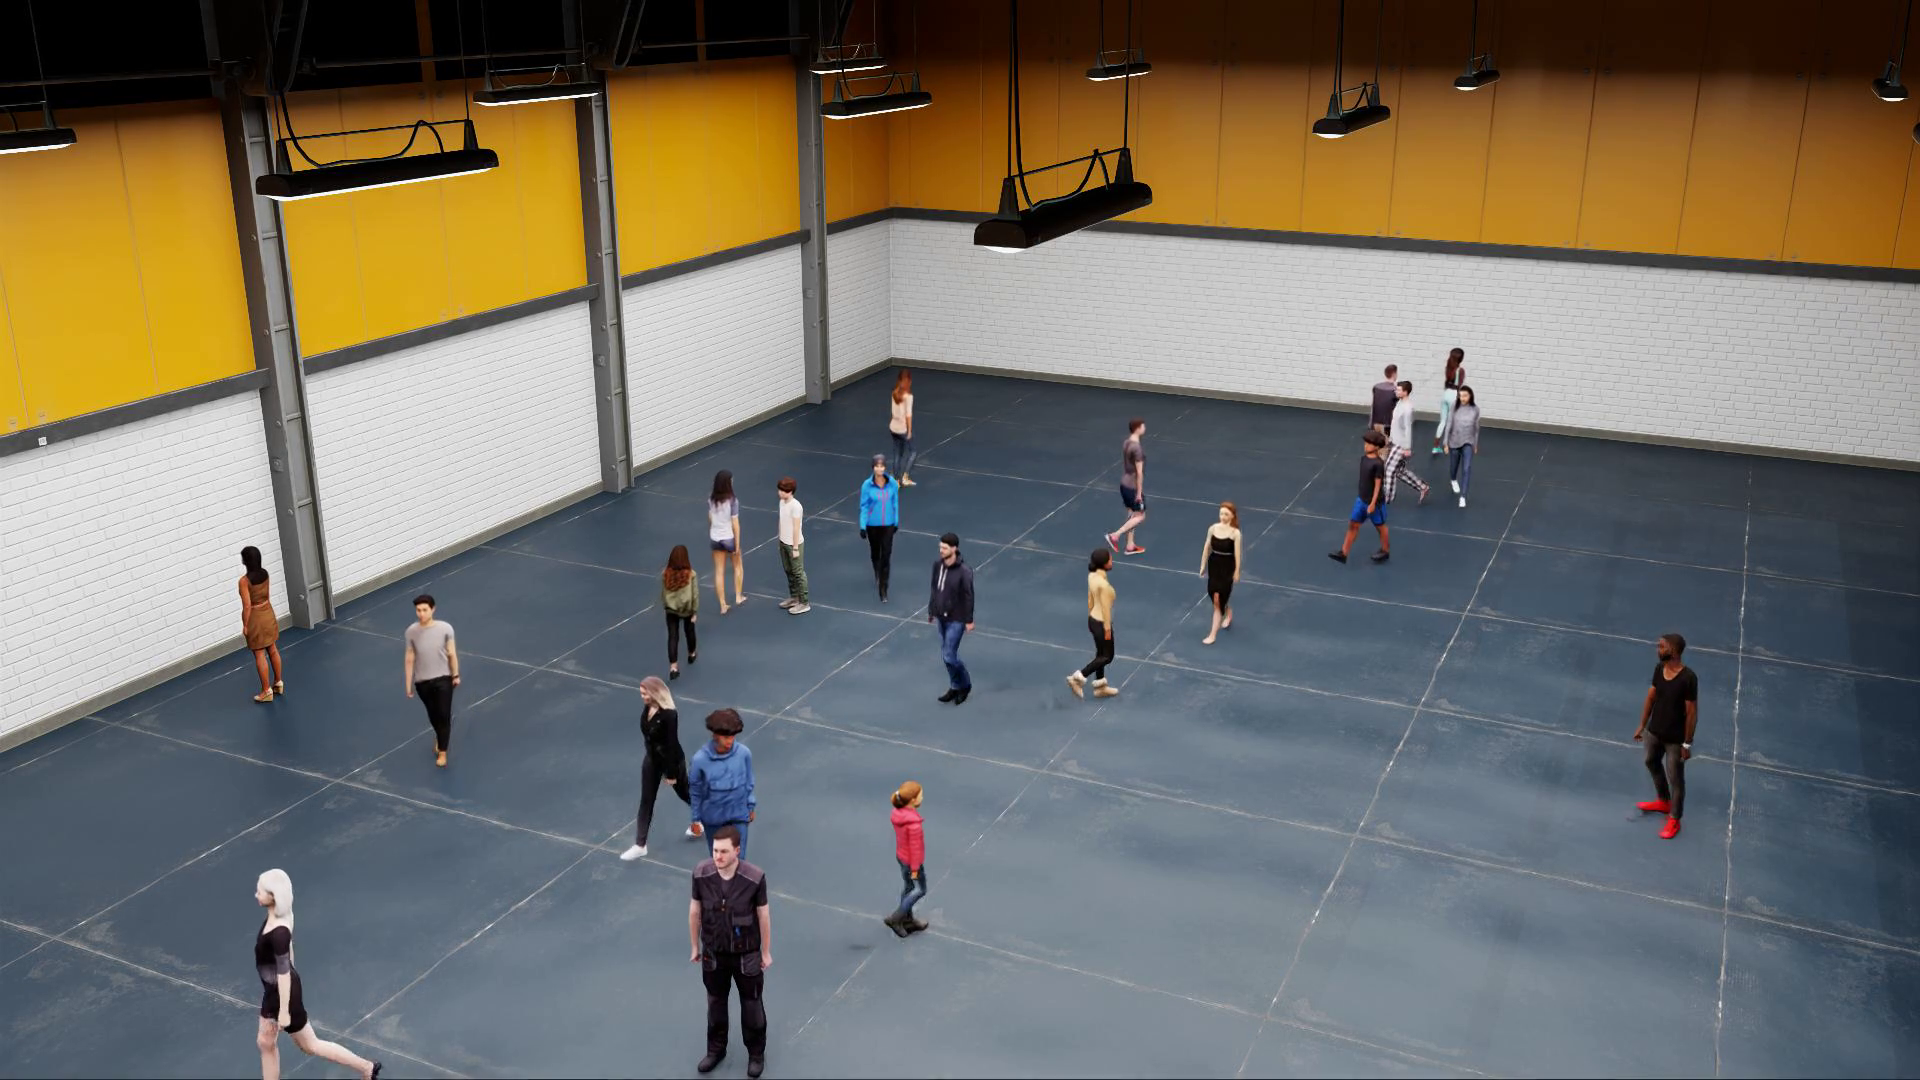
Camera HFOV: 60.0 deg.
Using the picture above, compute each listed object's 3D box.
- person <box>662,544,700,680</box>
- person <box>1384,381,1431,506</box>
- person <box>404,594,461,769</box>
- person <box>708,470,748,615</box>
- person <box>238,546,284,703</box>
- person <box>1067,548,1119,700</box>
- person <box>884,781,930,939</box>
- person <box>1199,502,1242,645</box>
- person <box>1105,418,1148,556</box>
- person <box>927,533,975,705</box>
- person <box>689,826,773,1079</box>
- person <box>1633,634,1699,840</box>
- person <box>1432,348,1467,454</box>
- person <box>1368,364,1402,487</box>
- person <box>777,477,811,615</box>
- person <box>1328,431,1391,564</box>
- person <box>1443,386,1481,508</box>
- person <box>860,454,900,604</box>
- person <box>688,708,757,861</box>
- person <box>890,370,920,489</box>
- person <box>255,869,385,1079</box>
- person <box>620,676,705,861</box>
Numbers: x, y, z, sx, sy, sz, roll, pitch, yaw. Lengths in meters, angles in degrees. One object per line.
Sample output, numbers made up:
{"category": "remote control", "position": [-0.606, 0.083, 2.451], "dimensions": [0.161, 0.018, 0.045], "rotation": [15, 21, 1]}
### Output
{"category": "person", "position": [-3.027, 0.797, 17.837], "dimensions": [0.851, 1.436, 1.096], "rotation": [0, 19, 1]}
{"category": "person", "position": [6.358, -1.355, 23.625], "dimensions": [0.894, 1.821, 1.041], "rotation": [2, 19, 5]}
{"category": "person", "position": [-5.034, 1.297, 15.968], "dimensions": [0.958, 1.681, 1.160], "rotation": [-2, 19, -5]}
{"category": "person", "position": [-2.817, 0.047, 19.635], "dimensions": [0.652, 1.711, 0.800], "rotation": [5, 19, 15]}
{"category": "person", "position": [-7.272, 0.856, 17.266], "dimensions": [0.657, 1.690, 0.505], "rotation": [4, 19, 13]}
{"category": "person", "position": [1.384, 0.893, 17.223], "dimensions": [0.924, 1.646, 0.887], "rotation": [-5, 19, -14]}
{"category": "person", "position": [-0.454, 2.506, 12.968], "dimensions": [0.740, 1.306, 0.675], "rotation": [-8, 20, -22]}
{"category": "person", "position": [3.024, 0.331, 18.973], "dimensions": [0.726, 1.595, 1.121], "rotation": [14, 23, 35]}
{"category": "person", "position": [2.158, -0.673, 21.568], "dimensions": [0.972, 1.840, 0.920], "rotation": [-5, 19, -14]}
{"category": "person", "position": [-0.015, 0.783, 17.187], "dimensions": [0.789, 1.878, 0.788], "rotation": [-15, 24, -37]}
{"category": "person", "position": [-1.549, 2.779, 11.311], "dimensions": [0.780, 1.845, 0.689], "rotation": [3, 19, 9]}
{"category": "person", "position": [6.267, 1.685, 14.654], "dimensions": [0.879, 1.785, 0.808], "rotation": [-12, 22, -31]}
{"category": "person", "position": [7.703, -2.173, 26.224], "dimensions": [0.981, 1.711, 0.869], "rotation": [-10, 21, -28]}
{"category": "person", "position": [6.218, -1.685, 24.598], "dimensions": [0.842, 1.826, 0.817], "rotation": [-14, 23, -36]}
{"category": "person", "position": [-1.993, 0.046, 19.732], "dimensions": [0.666, 1.650, 0.640], "rotation": [-14, 23, -35]}
{"category": "person", "position": [5.326, -0.519, 21.265], "dimensions": [1.205, 1.743, 1.083], "rotation": [-9, 20, -24]}
{"category": "person", "position": [7.219, -1.392, 23.943], "dimensions": [0.780, 1.688, 1.234], "rotation": [4, 19, 13]}
{"category": "person", "position": [-0.981, -0.181, 20.235], "dimensions": [1.034, 1.759, 1.263], "rotation": [-2, 19, -5]}
{"category": "person", "position": [-1.905, 2.140, 13.333], "dimensions": [1.099, 1.766, 1.207], "rotation": [-4, 19, -12]}
{"category": "person", "position": [-0.927, -1.599, 24.420], "dimensions": [0.681, 1.776, 0.694], "rotation": [16, 24, 40]}
{"category": "person", "position": [-4.288, 2.967, 10.828], "dimensions": [1.177, 1.798, 1.061], "rotation": [-9, 20, -24]}
{"category": "person", "position": [-2.432, 1.907, 14.249], "dimensions": [1.268, 1.624, 0.917], "rotation": [-17, 25, -41]}
